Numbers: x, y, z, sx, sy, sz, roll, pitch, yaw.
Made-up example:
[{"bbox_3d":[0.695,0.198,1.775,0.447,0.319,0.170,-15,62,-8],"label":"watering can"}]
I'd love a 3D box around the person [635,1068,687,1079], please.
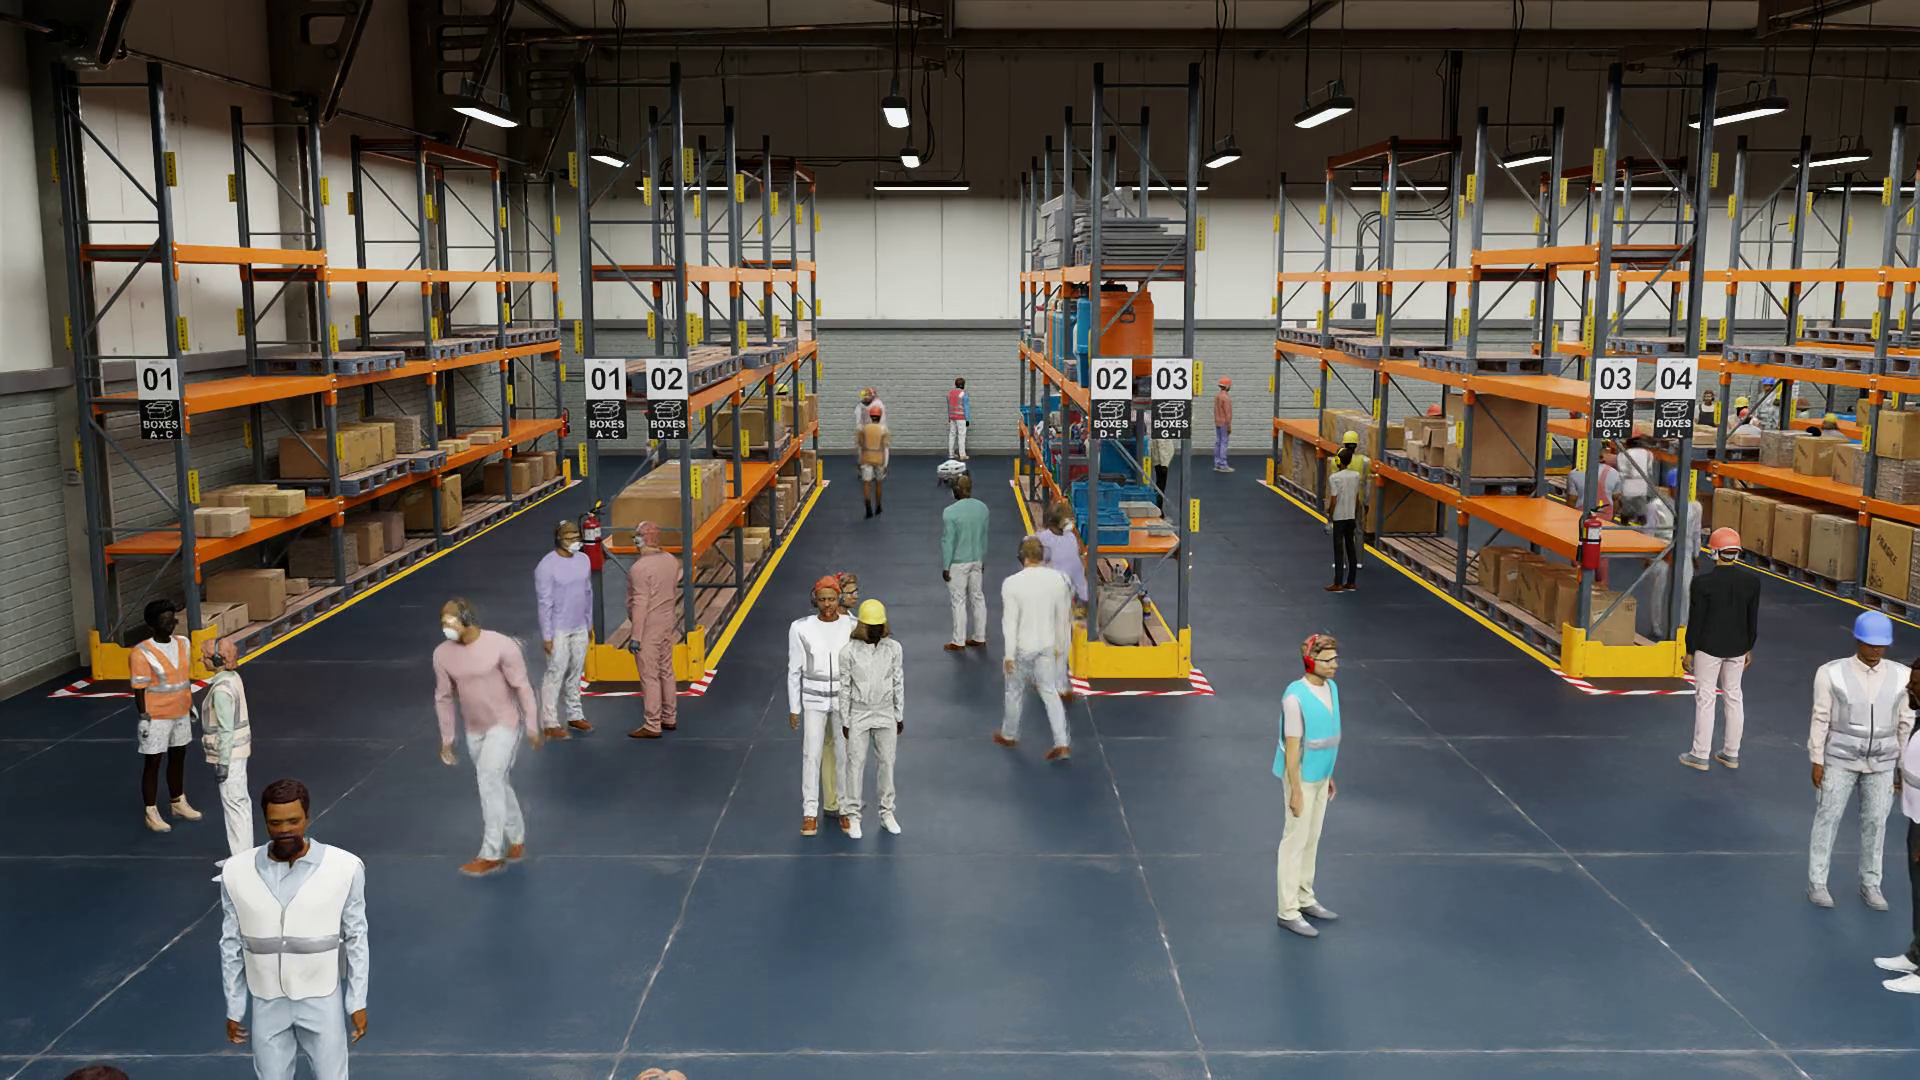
[{"bbox_3d":[-0.896,2.396,5.017,0.522,1.638,0.310,-1,9,-6],"label":"person"}]

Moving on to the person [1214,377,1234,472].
[{"bbox_3d":[5.539,-2.428,34.900,0.374,1.995,0.622,-2,9,-15],"label":"person"}]

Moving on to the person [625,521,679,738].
[{"bbox_3d":[-2.721,0.779,14.568,0.404,1.904,0.652,3,9,19],"label":"person"}]

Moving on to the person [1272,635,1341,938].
[{"bbox_3d":[2.140,1.480,10.244,0.396,1.847,0.564,6,11,36],"label":"person"}]

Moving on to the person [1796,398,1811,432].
[{"bbox_3d":[17.046,-2.058,33.685,0.266,1.631,0.507,6,11,33],"label":"person"}]

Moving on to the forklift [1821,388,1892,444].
[{"bbox_3d":[20.072,-3.110,36.462,1.873,2.768,1.129,0,9,0],"label":"forklift"}]

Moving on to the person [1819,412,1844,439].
[{"bbox_3d":[14.952,-1.337,28.705,0.496,1.725,0.572,5,10,30],"label":"person"}]

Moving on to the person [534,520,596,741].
[{"bbox_3d":[-3.436,0.778,14.517,0.389,1.929,0.627,5,10,30],"label":"person"}]

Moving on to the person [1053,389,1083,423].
[{"bbox_3d":[2.256,-2.424,34.957,0.747,1.963,0.539,3,9,17],"label":"person"}]

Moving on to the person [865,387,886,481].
[{"bbox_3d":[-1.688,-2.112,33.272,0.410,1.886,0.703,0,9,3],"label":"person"}]

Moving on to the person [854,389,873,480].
[{"bbox_3d":[-1.890,-2.126,33.483,0.404,1.830,0.602,4,10,23],"label":"person"}]

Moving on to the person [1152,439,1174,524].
[{"bbox_3d":[3.358,-1.253,27.385,0.393,1.985,0.611,1,9,7],"label":"person"}]

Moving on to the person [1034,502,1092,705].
[{"bbox_3d":[1.000,0.595,15.782,0.803,1.902,0.620,6,11,33],"label":"person"}]

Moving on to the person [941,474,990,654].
[{"bbox_3d":[0.054,0.252,17.899,0.626,1.930,0.370,-8,12,-42],"label":"person"}]

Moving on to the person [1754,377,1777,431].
[{"bbox_3d":[17.326,-2.538,35.752,0.375,1.950,0.614,-3,9,-16],"label":"person"}]

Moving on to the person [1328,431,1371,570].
[{"bbox_3d":[5.384,-0.548,23.031,0.590,1.926,0.388,-1,9,-7],"label":"person"}]

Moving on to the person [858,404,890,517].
[{"bbox_3d":[-1.468,-1.339,28.182,0.545,1.915,0.859,0,9,1],"label":"person"}]

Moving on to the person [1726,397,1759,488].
[{"bbox_3d":[13.978,-1.606,29.841,0.594,1.926,0.366,8,12,42],"label":"person"}]

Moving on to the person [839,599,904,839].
[{"bbox_3d":[-0.624,1.275,11.931,0.487,1.737,0.322,-3,9,-20],"label":"person"}]

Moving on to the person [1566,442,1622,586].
[{"bbox_3d":[7.887,-0.272,20.895,0.679,2.000,0.537,-1,9,-4],"label":"person"}]

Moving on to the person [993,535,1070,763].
[{"bbox_3d":[0.627,0.898,13.870,0.649,1.894,1.024,-5,10,-29],"label":"person"}]

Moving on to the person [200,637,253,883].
[{"bbox_3d":[-4.887,1.450,11.102,0.306,1.640,0.522,-3,9,-19],"label":"person"}]

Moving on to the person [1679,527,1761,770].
[{"bbox_3d":[6.199,0.887,13.584,0.612,1.995,0.377,-1,9,-9],"label":"person"}]

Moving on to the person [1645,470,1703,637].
[{"bbox_3d":[7.896,0.188,18.375,0.646,1.904,0.891,1,9,7],"label":"person"}]

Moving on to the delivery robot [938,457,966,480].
[{"bbox_3d":[-0.159,-1.389,32.538,0.477,0.478,0.707,4,9,23],"label":"delivery robot"}]

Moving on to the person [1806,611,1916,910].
[{"bbox_3d":[5.701,1.393,10.533,0.602,1.939,0.418,2,9,11],"label":"person"}]

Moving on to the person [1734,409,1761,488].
[{"bbox_3d":[13.824,-1.445,29.362,0.574,1.748,0.337,-2,9,-11],"label":"person"}]

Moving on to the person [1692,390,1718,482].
[{"bbox_3d":[14.841,-2.066,33.083,0.524,1.841,0.338,4,10,22],"label":"person"}]

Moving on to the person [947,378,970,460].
[{"bbox_3d":[-0.021,-2.723,37.347,0.624,1.835,0.431,8,12,42],"label":"person"}]

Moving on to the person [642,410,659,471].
[{"bbox_3d":[-5.290,-1.437,28.727,0.375,1.933,0.550,-3,9,-18],"label":"person"}]

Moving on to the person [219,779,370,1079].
[{"bbox_3d":[-2.811,1.939,7.055,0.595,1.921,0.386,-1,9,-8],"label":"person"}]

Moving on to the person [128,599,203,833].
[{"bbox_3d":[-5.784,1.263,12.121,0.319,1.695,0.538,3,9,21],"label":"person"}]

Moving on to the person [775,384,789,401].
[{"bbox_3d":[-3.567,-2.221,33.831,0.392,1.918,0.589,0,9,2],"label":"person"}]

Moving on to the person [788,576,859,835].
[{"bbox_3d":[-0.947,1.190,11.994,0.584,1.882,0.345,-2,9,-10],"label":"person"}]

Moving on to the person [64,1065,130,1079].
[{"bbox_3d":[-2.290,2.328,4.563,0.597,1.916,0.374,-1,9,-5],"label":"person"}]

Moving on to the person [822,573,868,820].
[{"bbox_3d":[-0.904,1.148,12.379,0.389,1.846,0.565,1,9,7],"label":"person"}]

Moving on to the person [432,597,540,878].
[{"bbox_3d":[-3.224,1.308,11.209,0.677,1.890,0.744,4,10,22],"label":"person"}]

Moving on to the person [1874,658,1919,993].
[{"bbox_3d":[5.434,1.589,9.312,0.395,1.919,0.590,4,10,25],"label":"person"}]

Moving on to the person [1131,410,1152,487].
[{"bbox_3d":[3.334,-1.782,31.357,0.630,1.811,0.840,8,12,41],"label":"person"}]

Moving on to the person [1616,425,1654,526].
[{"bbox_3d":[9.769,-0.687,23.983,0.566,1.915,0.707,-1,9,-9],"label":"person"}]

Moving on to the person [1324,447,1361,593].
[{"bbox_3d":[4.907,-0.259,21.356,0.518,1.874,0.330,-5,10,-28],"label":"person"}]
